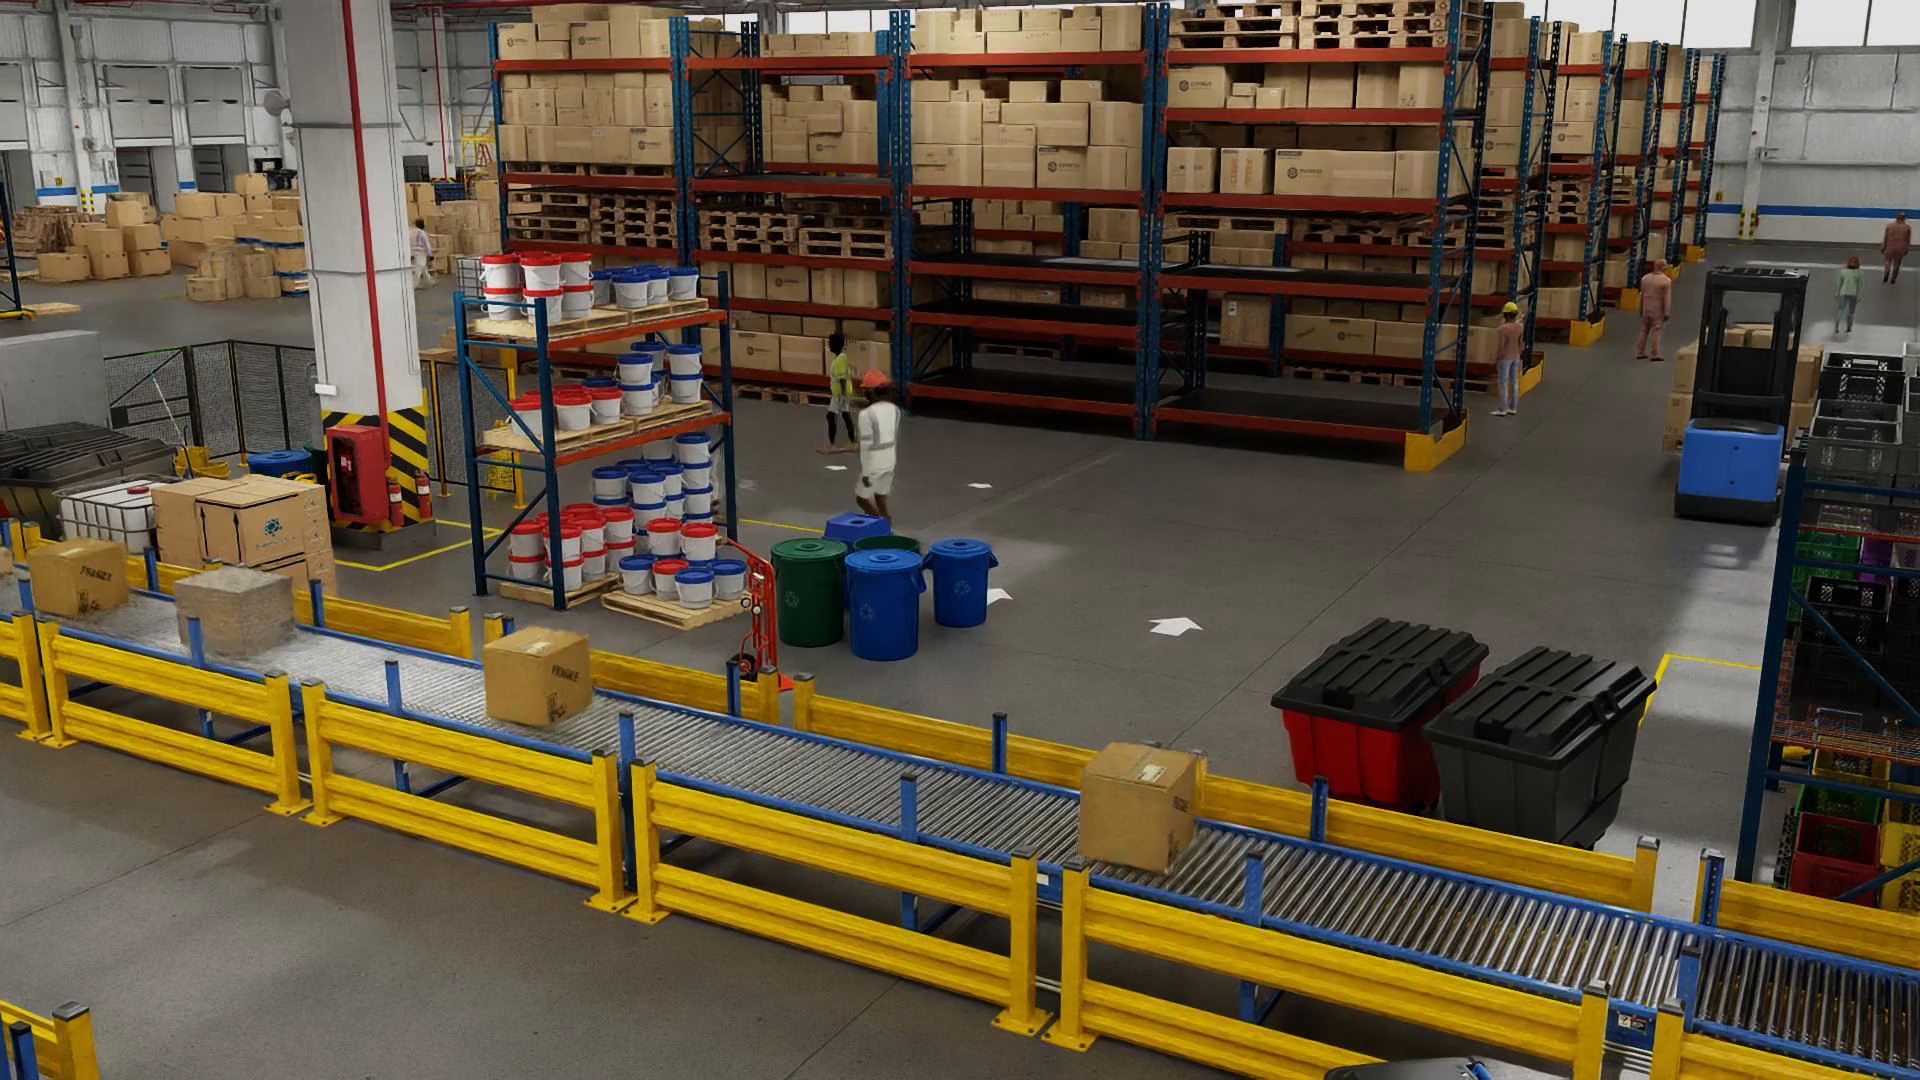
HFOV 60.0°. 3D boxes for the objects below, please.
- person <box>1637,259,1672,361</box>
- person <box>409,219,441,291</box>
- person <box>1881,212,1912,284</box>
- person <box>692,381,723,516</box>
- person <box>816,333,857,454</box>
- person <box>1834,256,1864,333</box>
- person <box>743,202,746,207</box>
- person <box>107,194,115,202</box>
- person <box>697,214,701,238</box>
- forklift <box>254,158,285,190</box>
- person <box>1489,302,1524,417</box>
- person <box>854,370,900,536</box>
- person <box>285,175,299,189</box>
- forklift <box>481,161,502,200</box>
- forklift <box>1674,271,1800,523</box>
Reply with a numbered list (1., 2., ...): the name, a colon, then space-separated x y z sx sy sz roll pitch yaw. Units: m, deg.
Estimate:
1. person: 13.038 -4.305 31.174 0.399 1.900 0.645 -9 17 -29
2. person: -13.751 -7.337 42.747 0.660 1.796 0.931 13 19 39
3. person: 24.909 -7.779 44.246 0.669 1.882 0.611 8 17 28
4. person: -2.989 -1.067 19.525 0.346 1.617 0.519 10 18 33
5. person: -1.751 -2.018 22.992 0.701 1.667 0.546 -1 15 -3
6. person: 18.566 -5.120 34.784 0.504 1.612 0.704 13 20 40
7. person: -6.456 -9.138 49.480 0.654 1.822 0.431 -8 17 -27
8. person: -26.244 -9.766 51.650 0.637 1.925 0.484 6 16 22
9. person: -7.710 -8.757 47.792 0.609 1.966 0.871 5 16 17
10. forklift: -23.549 -11.670 56.970 1.873 2.768 1.129 8 17 27
11. person: 8.470 -2.796 25.744 0.524 1.769 0.316 -8 17 -28
12. person: -0.862 -0.809 17.780 0.501 2.023 0.614 13 19 39
13. person: -27.241 -14.110 67.988 0.588 1.919 0.398 -10 18 -34
14. forklift: -17.525 -13.636 64.361 1.873 2.768 1.129 0 15 1
15. forklift: 9.269 -1.763 19.726 1.129 2.768 1.873 8 17 27
